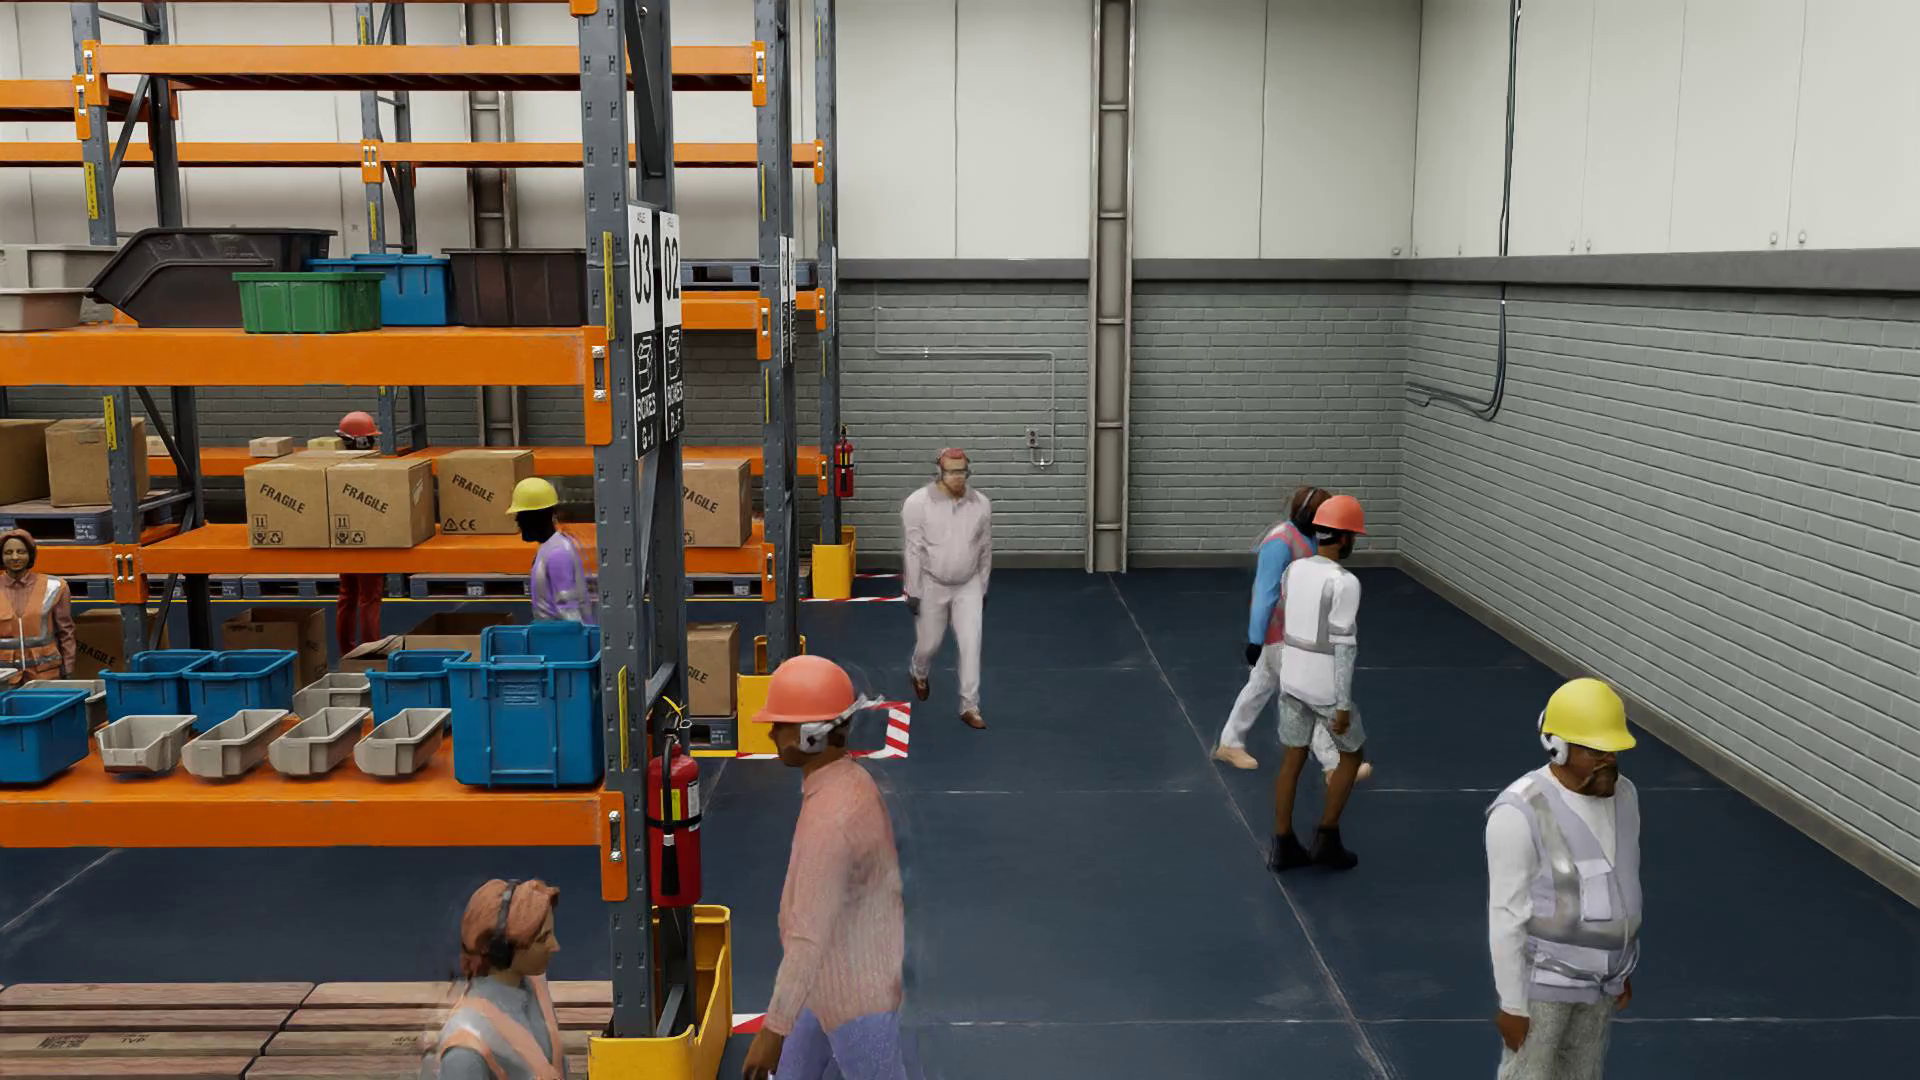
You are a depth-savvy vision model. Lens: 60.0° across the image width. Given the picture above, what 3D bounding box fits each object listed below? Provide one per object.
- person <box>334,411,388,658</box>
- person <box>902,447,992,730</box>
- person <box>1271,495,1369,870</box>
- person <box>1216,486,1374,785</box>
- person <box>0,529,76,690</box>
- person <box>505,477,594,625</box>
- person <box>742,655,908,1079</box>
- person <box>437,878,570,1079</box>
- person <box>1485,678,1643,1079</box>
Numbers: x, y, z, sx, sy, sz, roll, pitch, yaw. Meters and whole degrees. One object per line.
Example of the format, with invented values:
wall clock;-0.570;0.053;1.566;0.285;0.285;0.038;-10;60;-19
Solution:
person;-4.408;0.052;12.246;0.613;1.995;0.391;7;11;35
person;-0.089;0.287;11.184;0.633;1.872;0.782;-3;10;-16
person;1.820;0.727;8.366;0.574;1.906;0.573;-6;11;-31
person;1.967;0.554;9.872;1.016;1.761;0.688;5;11;29
person;-5.082;0.750;9.039;0.514;1.645;0.307;-5;11;-29
person;-2.255;0.603;9.165;0.684;1.894;0.664;-3;10;-16
person;-0.316;1.293;4.839;1.022;1.947;0.611;-1;9;-6
person;-0.993;1.587;4.016;0.845;1.597;0.529;0;9;-1
person;1.843;1.309;5.057;0.605;1.829;0.404;-6;11;-31
